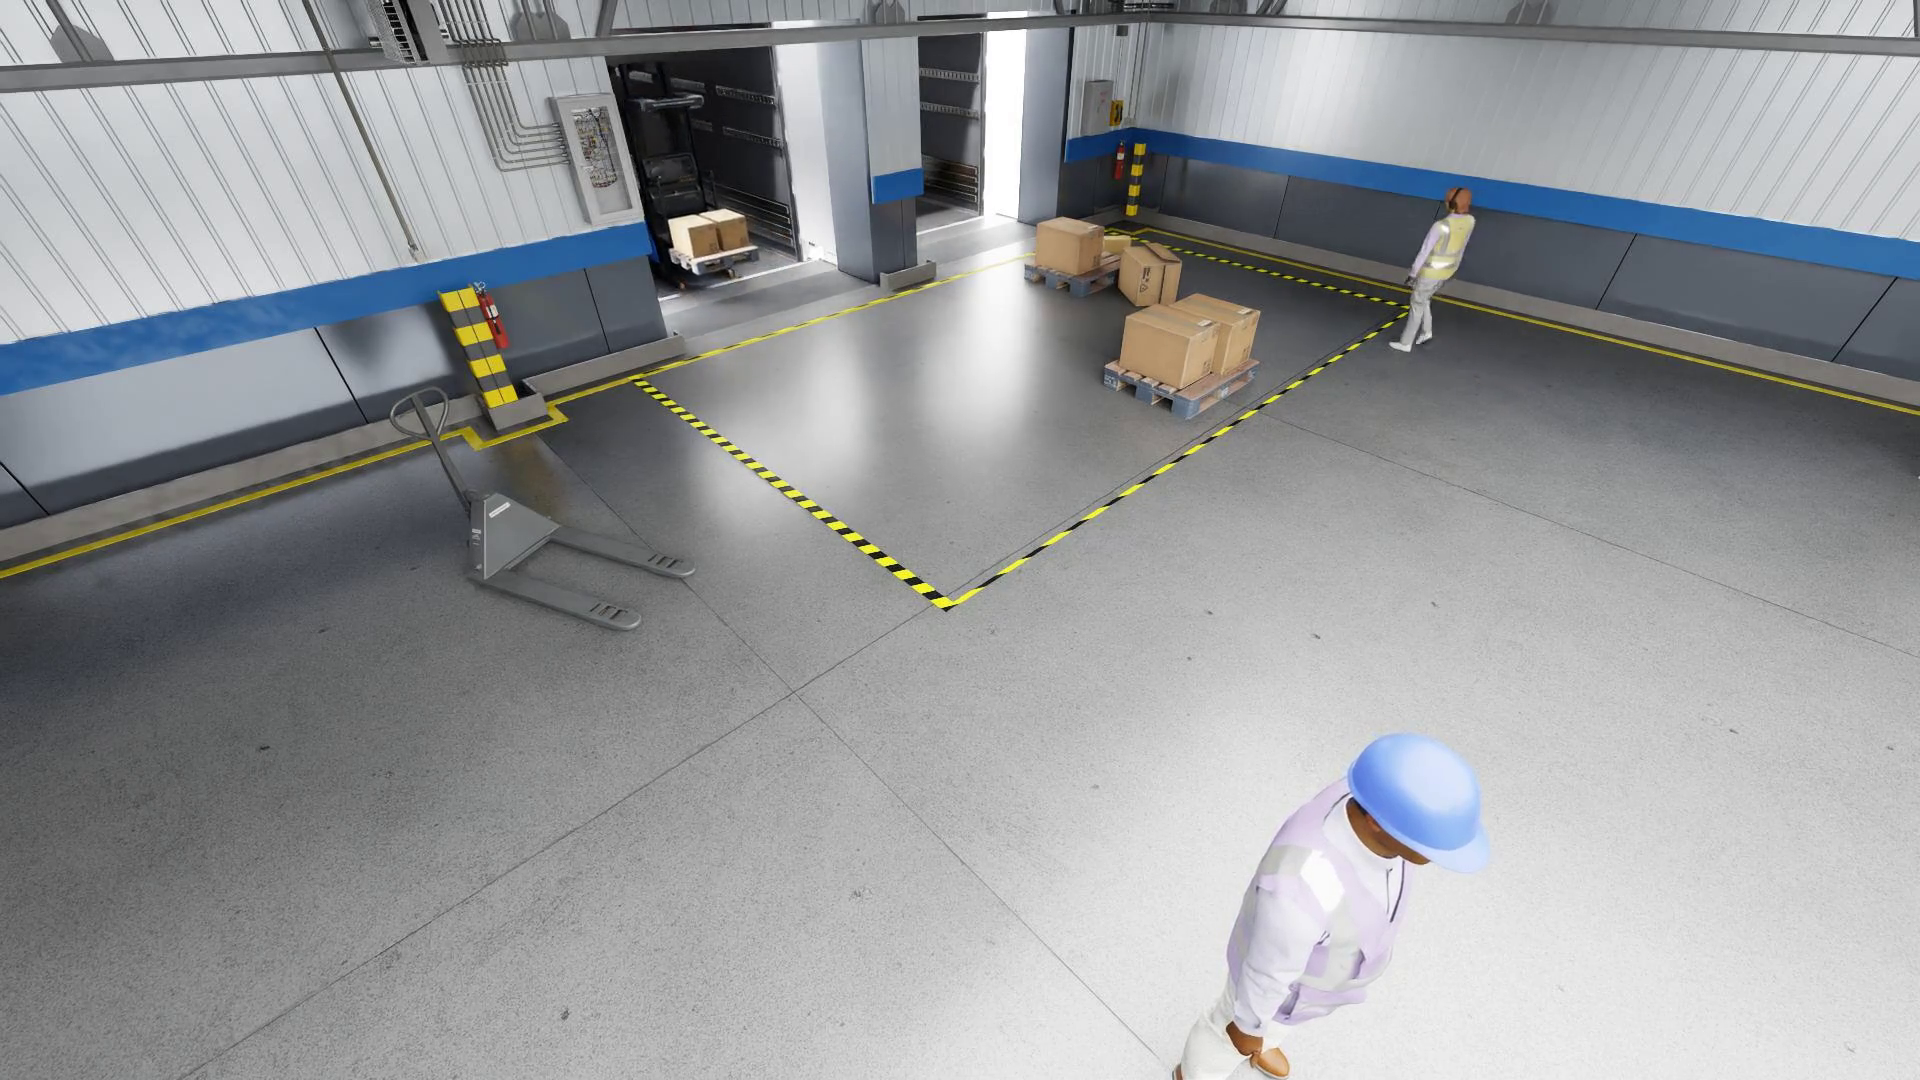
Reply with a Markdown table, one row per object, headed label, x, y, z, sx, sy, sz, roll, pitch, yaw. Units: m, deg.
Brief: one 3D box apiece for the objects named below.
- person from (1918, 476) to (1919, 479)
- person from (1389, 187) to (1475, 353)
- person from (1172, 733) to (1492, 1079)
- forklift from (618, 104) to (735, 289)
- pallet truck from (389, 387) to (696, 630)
| label | x | y | z | sx | sy | sz | roll | pitch | yaw |
| --- | --- | --- | --- | --- | --- | --- | --- | --- | --- |
| person | 7.877 | -1.101 | 5.284 | 0.491 | 1.742 | 0.317 | -1 | 38 | -1 |
| person | 4.795 | -2.687 | 7.425 | 0.542 | 1.623 | 0.406 | -13 | 40 | -17 |
| person | 0.982 | 1.206 | 2.133 | 0.613 | 1.946 | 0.387 | -28 | 46 | -32 |
| forklift | -3.866 | -4.503 | 9.445 | 0.716 | 2.013 | 0.776 | -30 | 47 | -33 |
| pallet truck | -2.613 | -0.247 | 4.593 | 1.601 | 1.201 | 0.680 | 14 | 40 | 17 |
